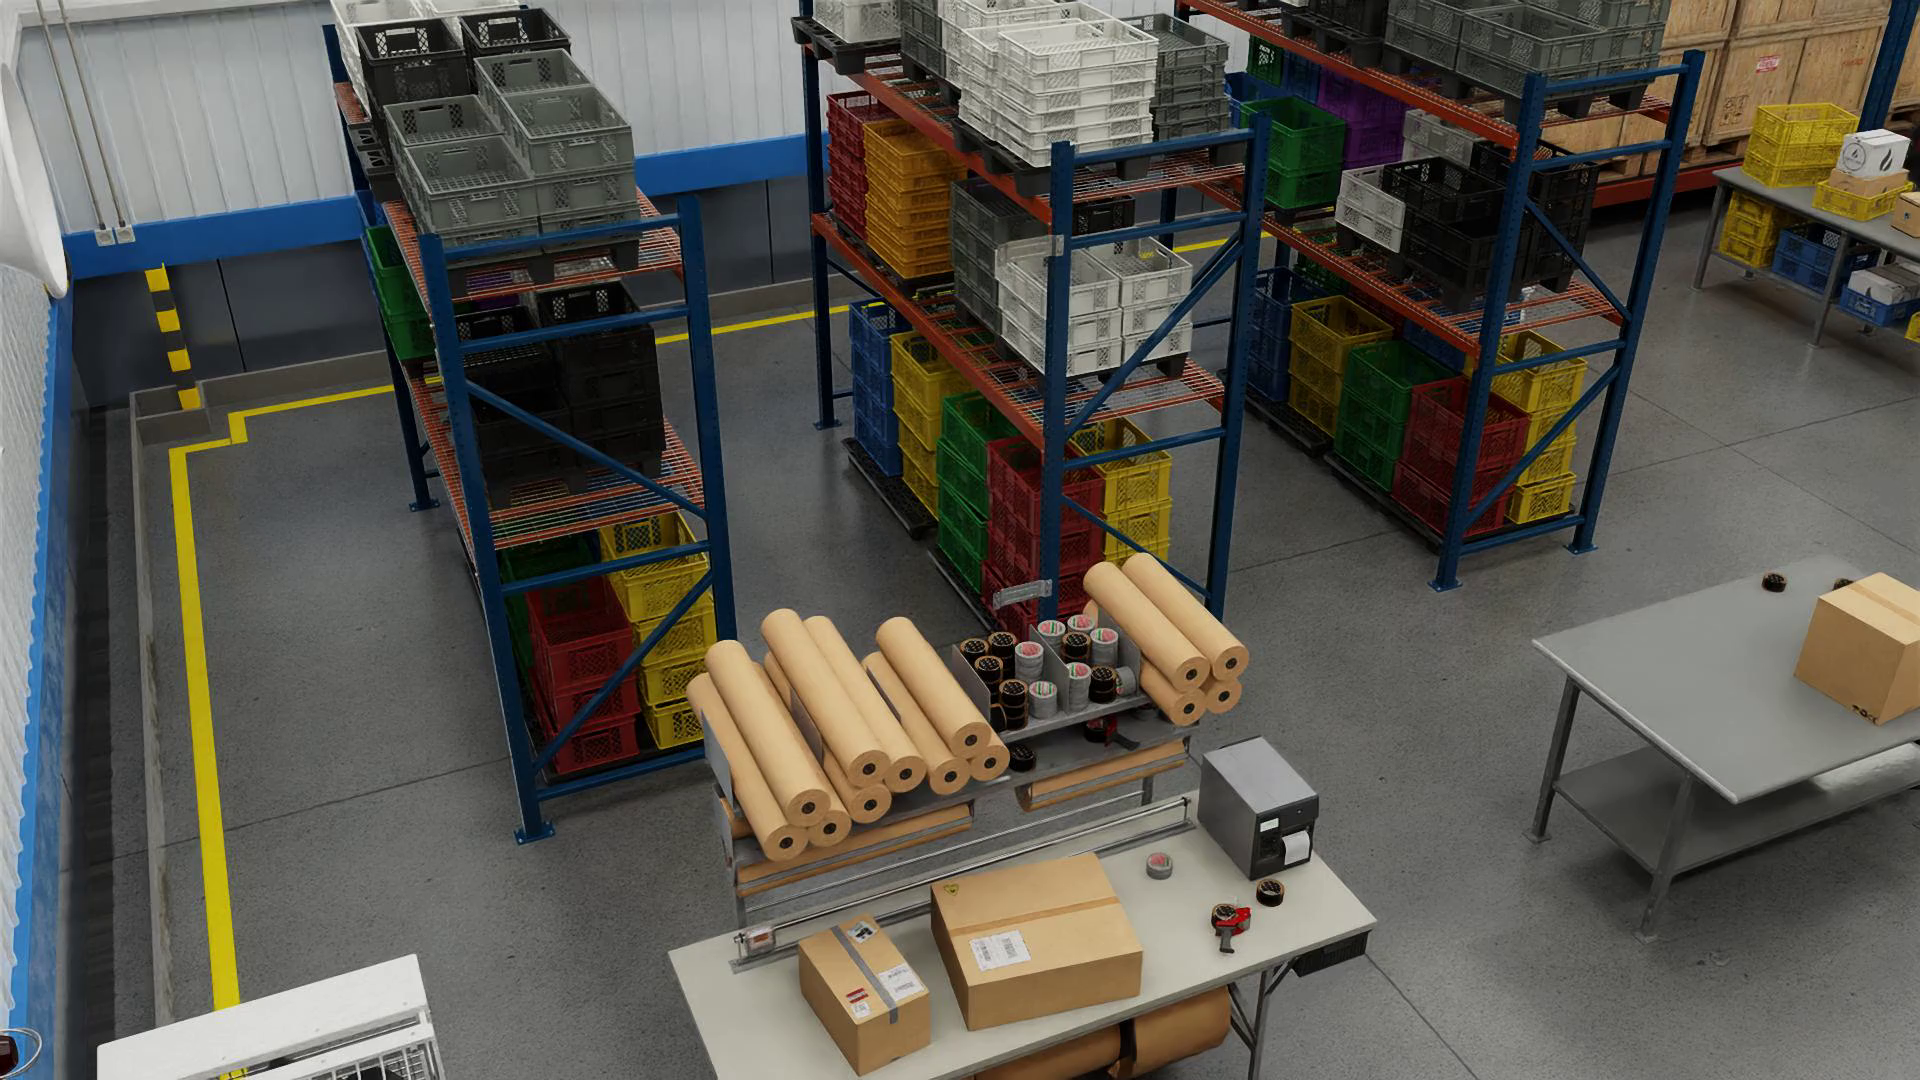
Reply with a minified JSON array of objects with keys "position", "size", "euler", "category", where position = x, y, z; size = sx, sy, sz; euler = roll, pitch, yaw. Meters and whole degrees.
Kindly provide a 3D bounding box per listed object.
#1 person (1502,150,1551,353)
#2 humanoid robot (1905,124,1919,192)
[{"position":[3.704,-1.721,11.226],"size":[0.354,1.883,0.573],"euler":[21,38,31],"category":"person"},{"position":[8.295,-3.392,14.153],"size":[0.736,1.633,0.412],"euler":[-25,40,-35],"category":"humanoid robot"}]
